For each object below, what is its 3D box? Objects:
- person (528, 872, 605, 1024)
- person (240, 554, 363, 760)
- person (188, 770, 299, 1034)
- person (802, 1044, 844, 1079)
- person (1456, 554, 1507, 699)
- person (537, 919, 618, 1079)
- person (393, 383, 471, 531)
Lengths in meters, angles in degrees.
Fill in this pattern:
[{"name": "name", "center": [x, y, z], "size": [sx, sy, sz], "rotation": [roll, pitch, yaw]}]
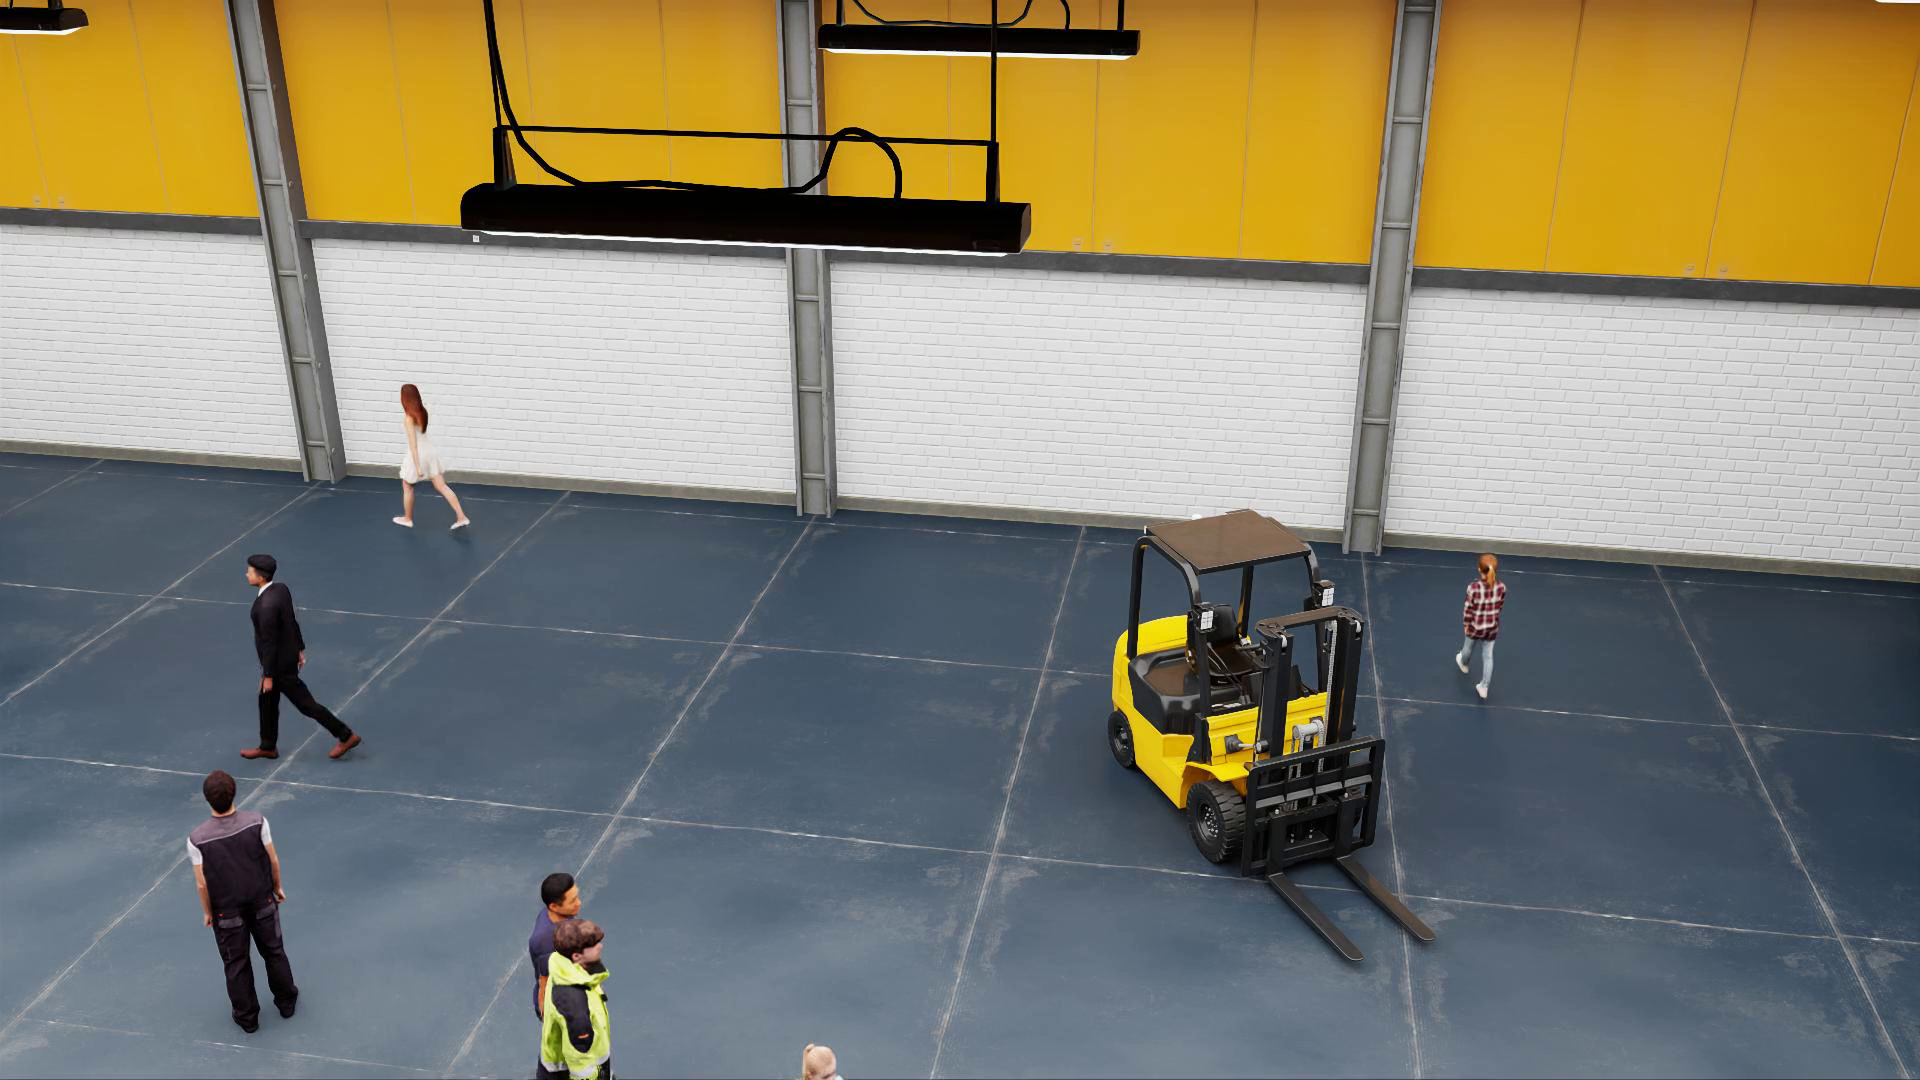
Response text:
[{"name": "person", "center": [-2.407, 2.690, 9.665], "size": [0.729, 1.771, 0.720], "rotation": [-3, 24, -7]}, {"name": "person", "center": [-5.389, 0.986, 13.476], "size": [1.319, 1.842, 1.005], "rotation": [-4, 24, -10]}, {"name": "person", "center": [-4.536, 2.275, 10.518], "size": [0.730, 1.849, 0.792], "rotation": [-15, 28, -31]}, {"name": "person", "center": [-0.784, 3.247, 9.012], "size": [0.636, 1.273, 0.696], "rotation": [-19, 30, -37]}, {"name": "person", "center": [4.633, 0.781, 14.665], "size": [0.869, 1.263, 0.647], "rotation": [1, 24, 3]}, {"name": "person", "center": [-2.167, 2.897, 8.983], "size": [1.299, 1.938, 1.054], "rotation": [-5, 24, -12]}, {"name": "person", "center": [-5.706, -0.854, 17.898], "size": [1.216, 1.669, 0.701], "rotation": [9, 25, 19]}]
